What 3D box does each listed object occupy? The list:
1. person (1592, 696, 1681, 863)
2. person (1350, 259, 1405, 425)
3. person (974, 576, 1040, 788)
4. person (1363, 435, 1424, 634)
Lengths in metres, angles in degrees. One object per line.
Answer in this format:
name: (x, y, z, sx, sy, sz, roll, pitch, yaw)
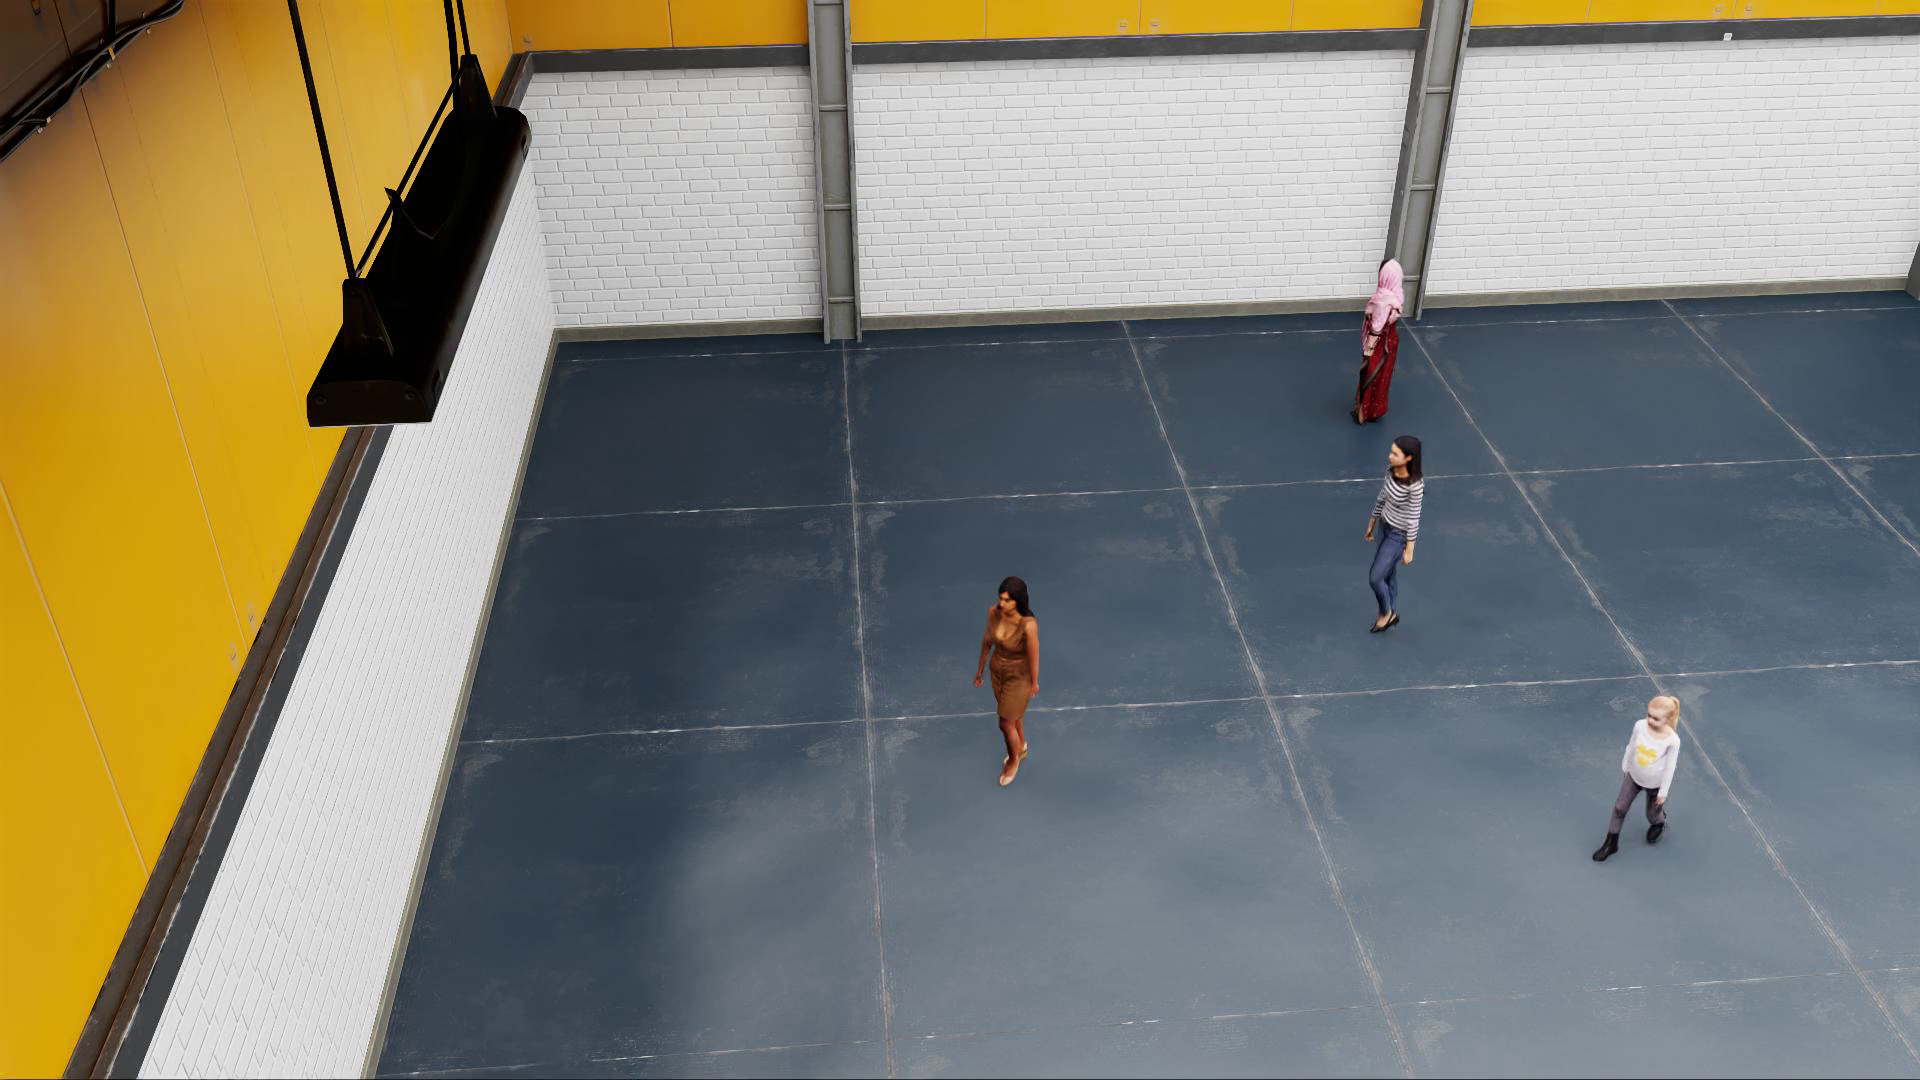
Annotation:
person: (4.506, 1.542, 10.837, 0.878, 1.266, 0.779, -26, 42, -33)
person: (3.969, -1.880, 15.646, 0.806, 1.640, 0.768, 20, 38, 27)
person: (0.411, 0.906, 11.428, 0.762, 1.671, 0.701, -29, 43, -36)
person: (3.397, -0.015, 12.718, 0.664, 1.777, 0.661, -9, 35, -13)
